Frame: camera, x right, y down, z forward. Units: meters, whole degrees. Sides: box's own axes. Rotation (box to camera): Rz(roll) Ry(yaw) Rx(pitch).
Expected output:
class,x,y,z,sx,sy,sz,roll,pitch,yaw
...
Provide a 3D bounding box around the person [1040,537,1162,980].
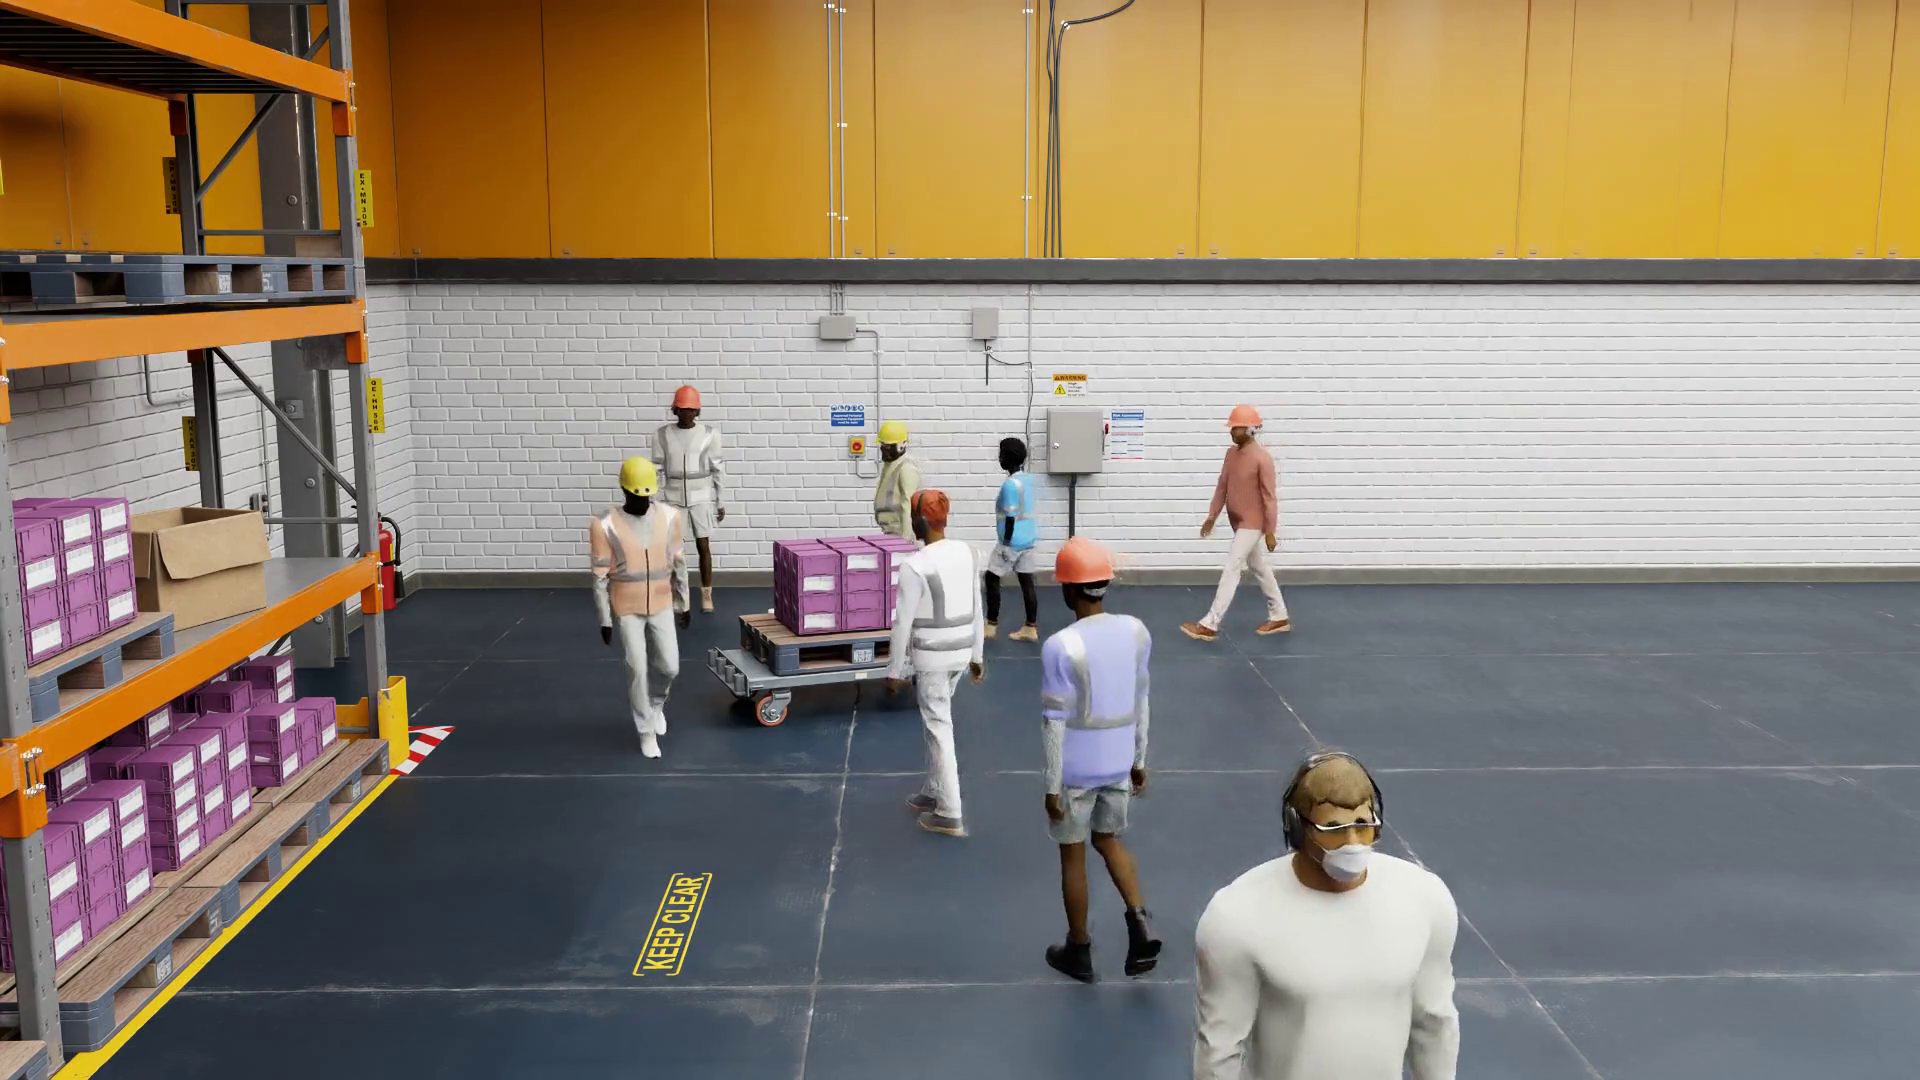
class,x,y,z,sx,sy,sz,roll,pitch,yaw
person,0.585,0.945,6.990,0.570,1.920,0.530,-6,11,-33

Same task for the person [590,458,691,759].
class,x,y,z,sx,sy,sz,roll,pitch,yaw
person,-1.974,0.414,10.331,0.632,1.892,0.566,-5,10,-27

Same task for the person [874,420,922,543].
class,x,y,z,sx,sy,sz,roll,pitch,yaw
person,-0.440,-0.113,13.861,0.612,1.803,0.623,-3,10,-16

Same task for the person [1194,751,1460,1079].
class,x,y,z,sx,sy,sz,roll,pitch,yaw
person,0.871,1.426,4.031,0.643,1.928,0.596,-1,9,-8

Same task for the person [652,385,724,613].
class,x,y,z,sx,sy,sz,roll,pitch,yaw
person,-2.399,-0.351,14.616,0.628,2.030,0.426,0,9,-1

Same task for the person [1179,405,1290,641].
class,x,y,z,sx,sy,sz,roll,pitch,yaw
person,2.313,-0.141,13.624,1.048,1.939,0.603,-3,10,-15

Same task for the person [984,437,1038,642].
class,x,y,z,sx,sy,sz,roll,pitch,yaw
person,0.340,0.004,13.495,0.648,1.683,0.550,4,10,23

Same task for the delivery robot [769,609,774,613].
class,x,y,z,sx,sy,sz,roll,pitch,yaw
delivery robot,-1.109,0.638,12.772,0.707,0.478,0.477,-2,9,-12

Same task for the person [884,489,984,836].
class,x,y,z,sx,sy,sz,roll,pitch,yaw
person,-0.209,0.643,8.991,0.665,1.865,0.593,8,12,40
